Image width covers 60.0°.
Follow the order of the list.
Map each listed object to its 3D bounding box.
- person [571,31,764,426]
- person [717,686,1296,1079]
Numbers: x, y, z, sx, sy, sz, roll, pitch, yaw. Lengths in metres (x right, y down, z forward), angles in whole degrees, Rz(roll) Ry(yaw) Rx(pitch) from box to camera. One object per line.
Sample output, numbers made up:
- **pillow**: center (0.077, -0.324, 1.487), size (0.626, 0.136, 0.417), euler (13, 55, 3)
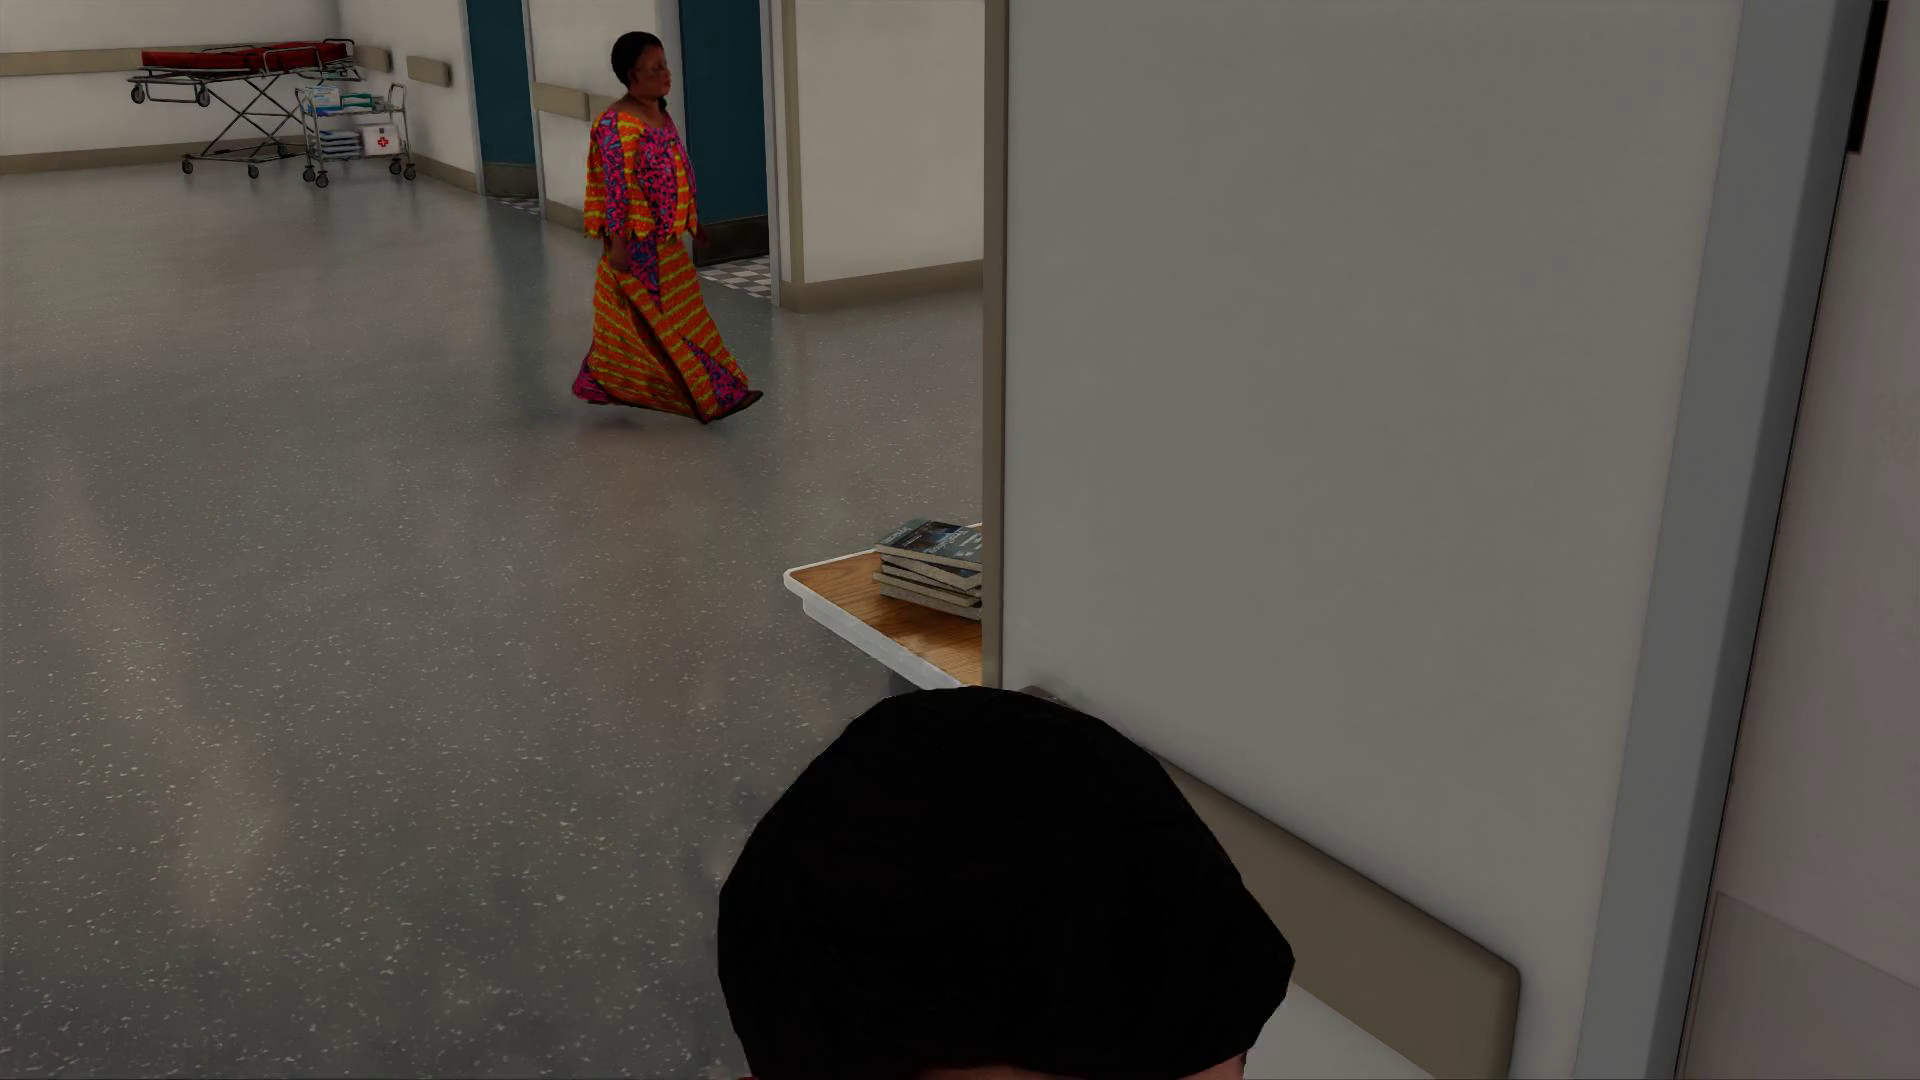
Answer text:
- **person**: center (-1.403, -1.331, 7.131), size (1.185, 1.672, 1.139), euler (3, 21, 8)
- **person**: center (-0.037, 0.909, 1.001), size (0.824, 1.840, 1.215), euler (-9, 23, -23)
